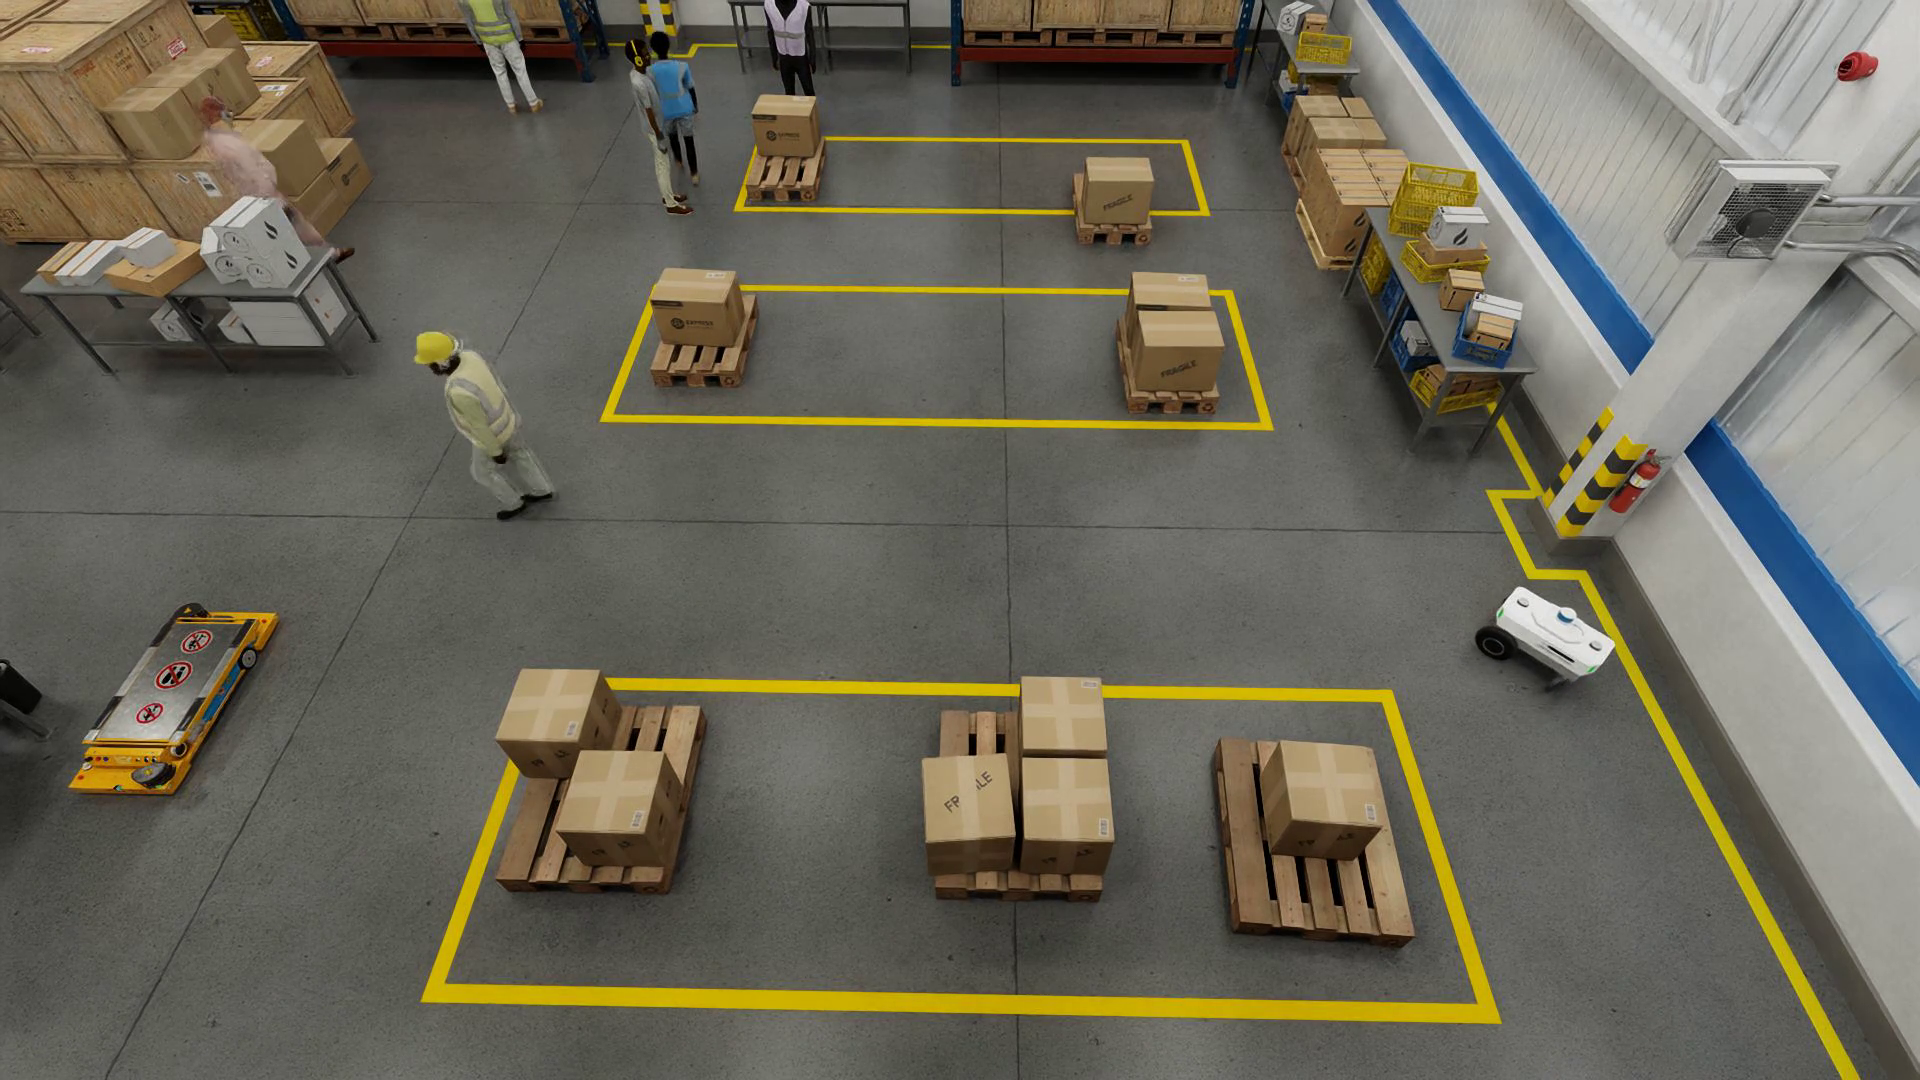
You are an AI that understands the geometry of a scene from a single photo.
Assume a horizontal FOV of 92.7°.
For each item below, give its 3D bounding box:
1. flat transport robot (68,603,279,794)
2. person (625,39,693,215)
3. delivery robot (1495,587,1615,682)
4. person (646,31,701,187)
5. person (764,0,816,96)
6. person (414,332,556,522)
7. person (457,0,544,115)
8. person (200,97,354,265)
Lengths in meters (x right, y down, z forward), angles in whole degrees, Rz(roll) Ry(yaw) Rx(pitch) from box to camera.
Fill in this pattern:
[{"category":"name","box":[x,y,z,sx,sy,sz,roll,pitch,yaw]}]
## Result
[{"category":"flat transport robot","box":[-5.504,1.072,6.442,0.652,0.197,1.431,1,50,1]},{"category":"person","box":[-3.355,-4.546,10.163,0.328,1.862,0.513,-17,52,-14]},{"category":"delivery robot","box":[4.229,0.660,6.546,0.477,0.478,0.707,-36,59,-27]},{"category":"person","box":[-3.324,-5.080,10.739,0.540,1.663,0.757,-10,51,-9]},{"category":"person","box":[-2.062,-6.031,11.389,0.592,1.910,0.384,8,50,6]},{"category":"person","box":[-3.701,-0.867,7.081,0.586,1.807,0.609,-7,50,-6]},{"category":"person","box":[-5.926,-6.455,11.789,0.633,1.843,0.429,-6,50,-5]},{"category":"person","box":[-7.104,-3.491,9.291,0.995,1.840,0.697,-36,59,-27]}]
